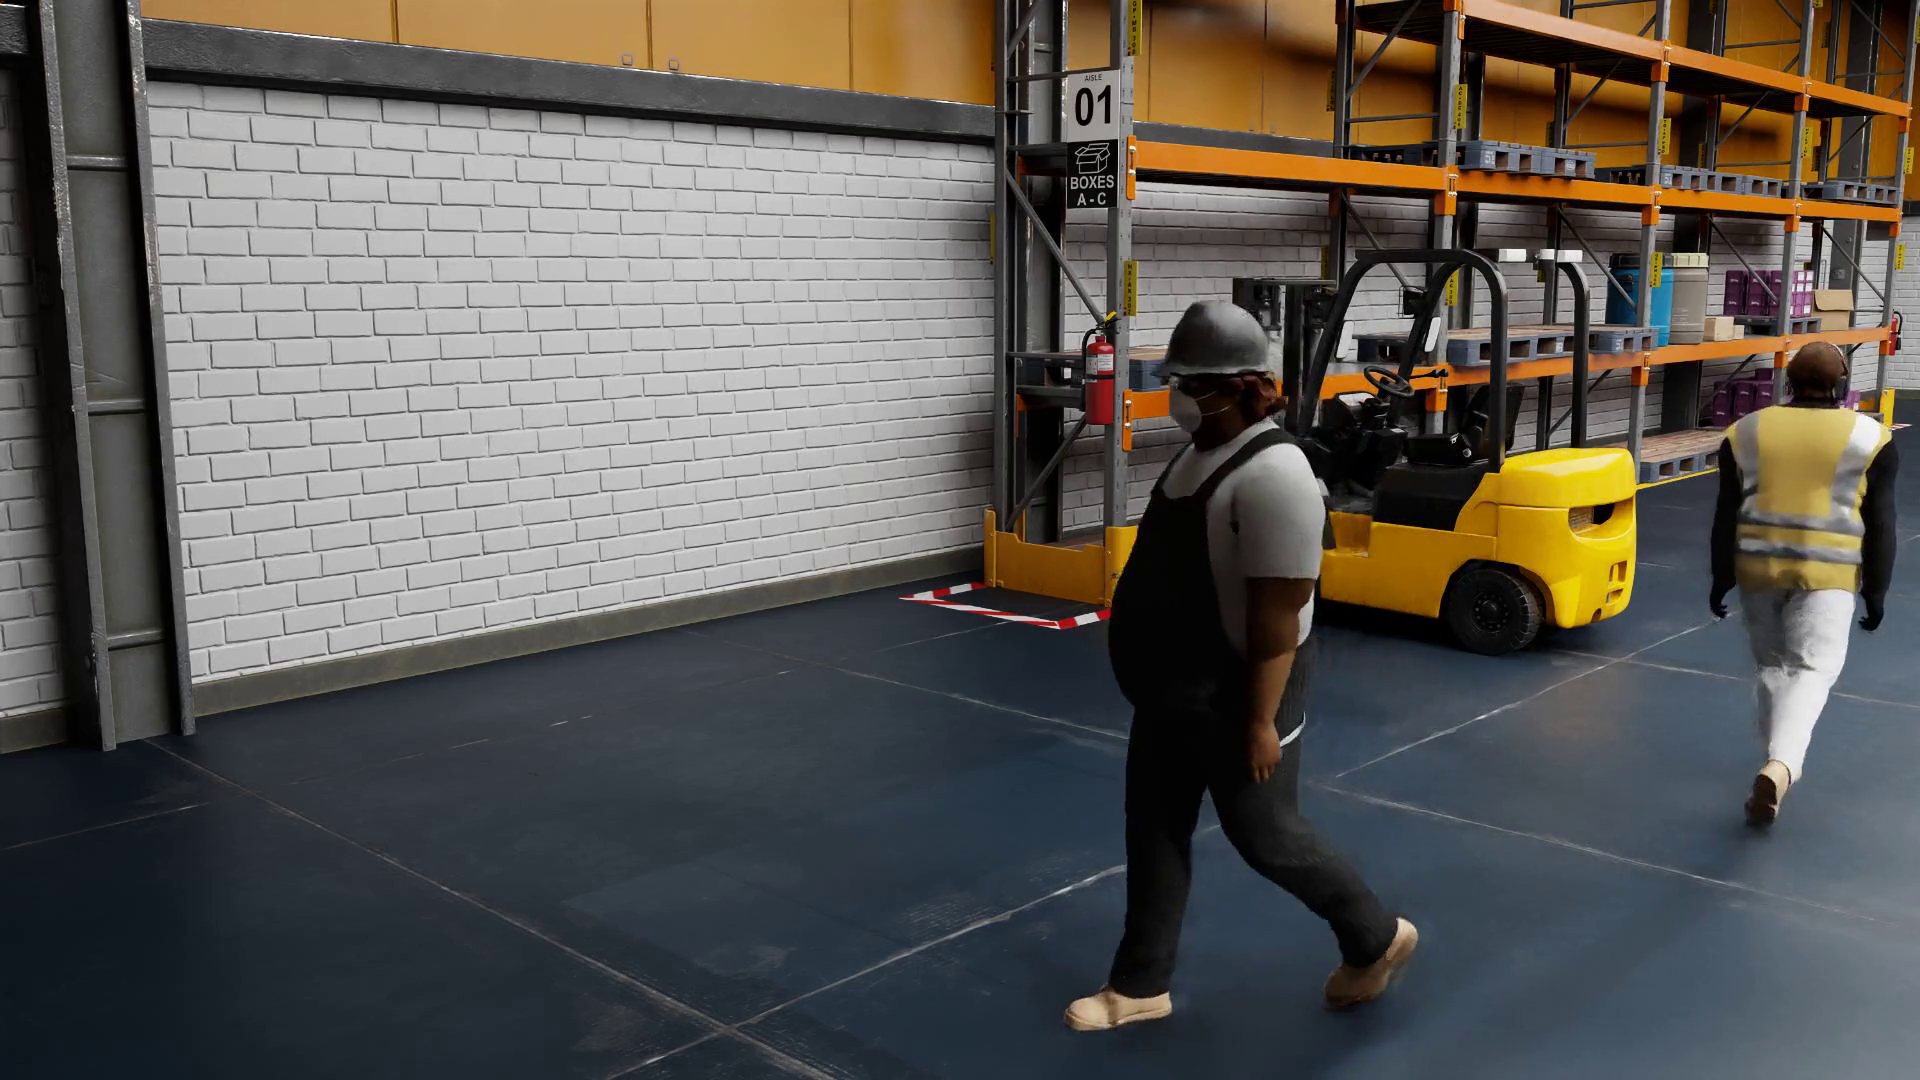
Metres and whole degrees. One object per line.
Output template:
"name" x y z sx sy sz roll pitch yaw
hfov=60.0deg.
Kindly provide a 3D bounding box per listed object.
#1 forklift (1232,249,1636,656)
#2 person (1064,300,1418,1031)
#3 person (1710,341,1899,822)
"forklift" 2.710 -0.584 9.626 2.313 2.155 1.214 9 13 43
"person" 0.791 0.332 4.474 0.925 2.000 0.681 -3 10 -16
"person" 3.177 0.152 6.330 0.632 1.812 0.877 8 12 39
